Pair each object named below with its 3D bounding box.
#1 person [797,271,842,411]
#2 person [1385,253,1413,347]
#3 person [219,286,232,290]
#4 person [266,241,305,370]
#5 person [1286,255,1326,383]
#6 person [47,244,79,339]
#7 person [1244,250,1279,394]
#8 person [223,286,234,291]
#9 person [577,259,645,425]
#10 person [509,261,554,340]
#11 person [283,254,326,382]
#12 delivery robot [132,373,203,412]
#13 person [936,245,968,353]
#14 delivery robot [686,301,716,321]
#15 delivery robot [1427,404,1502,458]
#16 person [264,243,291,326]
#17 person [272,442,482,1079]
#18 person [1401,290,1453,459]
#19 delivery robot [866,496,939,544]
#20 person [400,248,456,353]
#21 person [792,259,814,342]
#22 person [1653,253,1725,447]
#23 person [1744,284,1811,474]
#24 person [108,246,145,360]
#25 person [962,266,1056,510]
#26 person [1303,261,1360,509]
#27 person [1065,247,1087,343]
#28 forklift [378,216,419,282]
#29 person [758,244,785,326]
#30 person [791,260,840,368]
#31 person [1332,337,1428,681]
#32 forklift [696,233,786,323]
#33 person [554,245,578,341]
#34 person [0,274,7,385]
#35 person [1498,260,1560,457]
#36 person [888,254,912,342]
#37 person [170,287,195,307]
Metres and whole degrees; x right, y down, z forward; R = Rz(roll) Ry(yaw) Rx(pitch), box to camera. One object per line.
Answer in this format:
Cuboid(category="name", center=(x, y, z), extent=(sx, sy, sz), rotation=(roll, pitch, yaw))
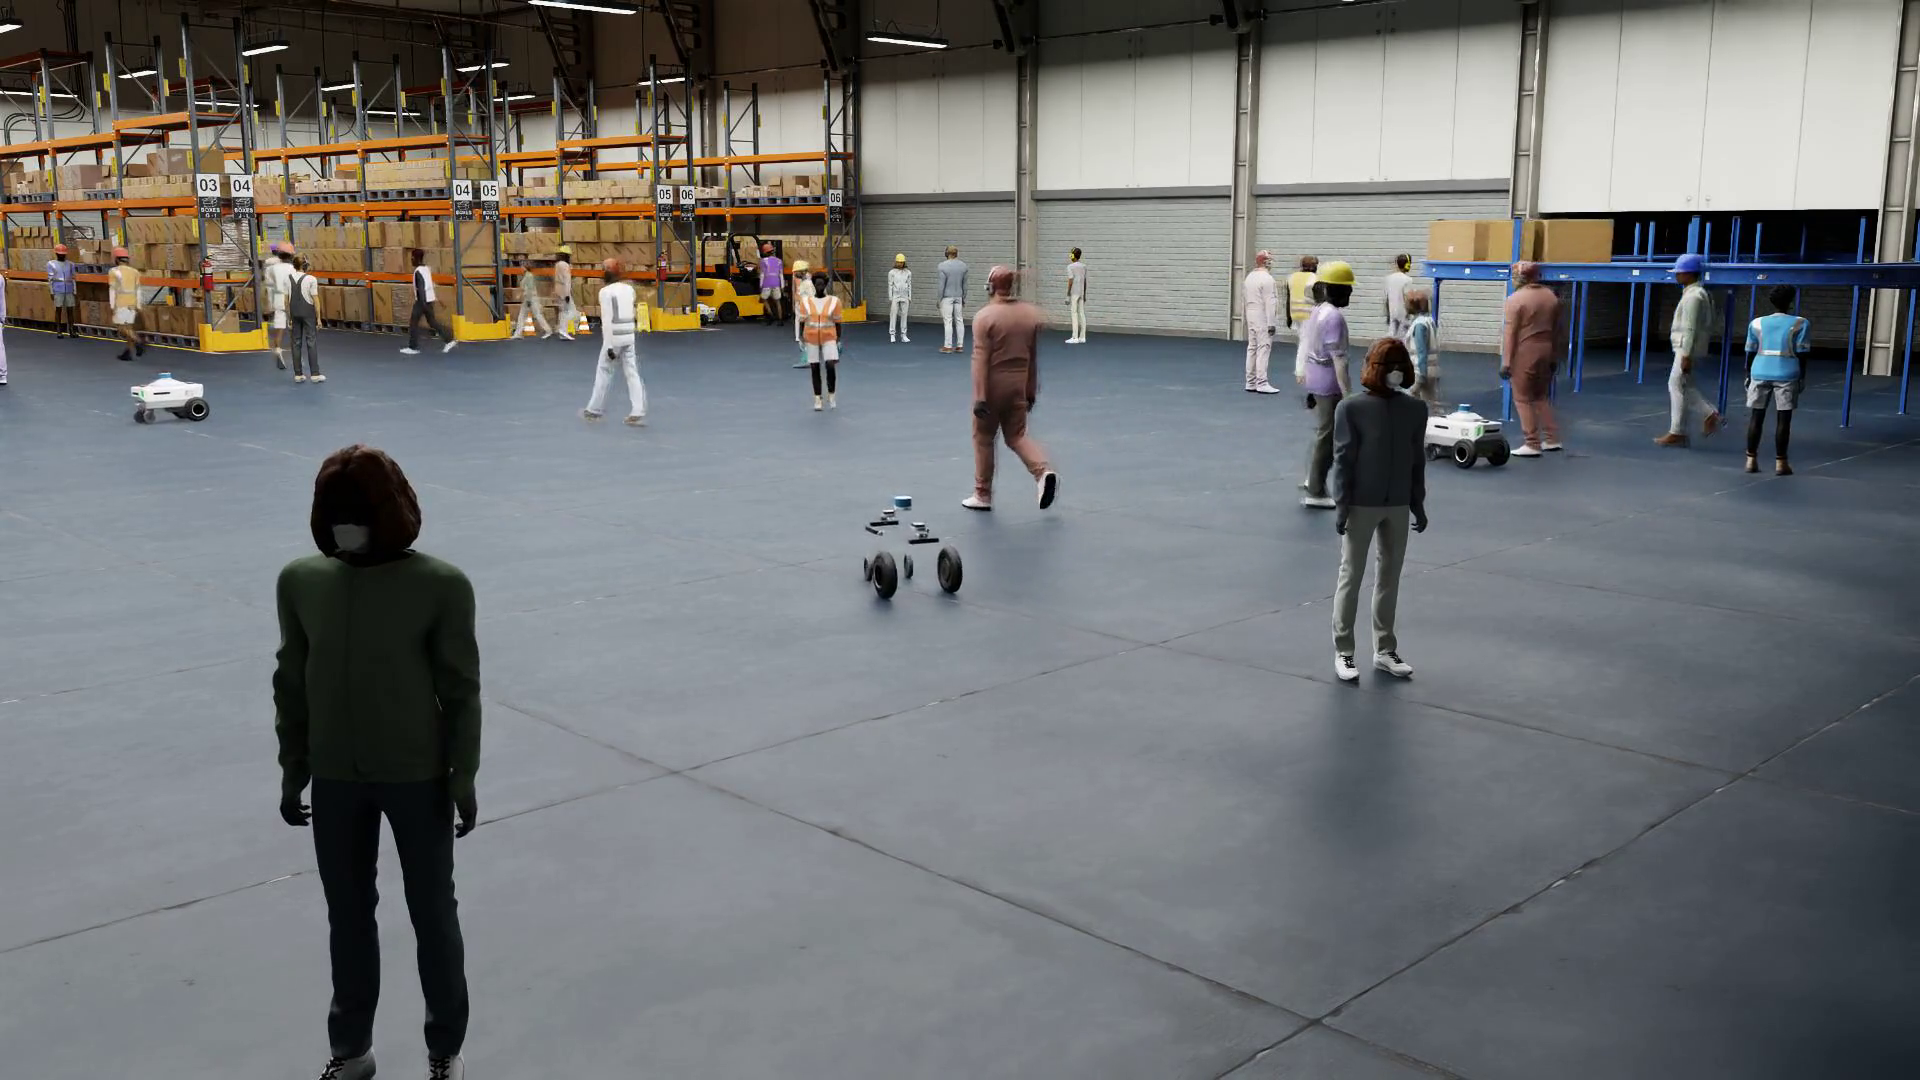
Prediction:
Cuboid(category="person", center=(-1.694, -2.388, 20.049), extent=(0.542, 1.681, 0.554), rotation=(0, 10, 0))
Cuboid(category="person", center=(6.539, -3.368, 24.923), extent=(0.579, 1.847, 0.528), rotation=(-7, 13, -34))
Cuboid(category="person", center=(-21.313, -7.638, 48.347), extent=(0.682, 1.796, 0.612), rotation=(7, 13, 35))
Cuboid(category="person", center=(-10.614, -3.687, 26.211), extent=(0.603, 2.020, 0.903), rotation=(-2, 11, -9))
Cuboid(category="person", center=(5.043, -3.195, 24.028), extent=(0.537, 1.825, 0.663), rotation=(-7, 12, -33))
Cuboid(category="person", center=(-18.536, -5.148, 34.391), extent=(0.362, 1.934, 0.543), rotation=(10, 14, 43))
Cuboid(category="person", center=(4.088, -2.945, 22.437), extent=(0.410, 1.913, 0.651), rotation=(-3, 11, -18))
Cuboid(category="person", center=(-20.843, -7.458, 47.320), extent=(0.762, 1.817, 0.635), rotation=(5, 11, 24))
Cuboid(category="person", center=(-3.928, -2.227, 18.717), extent=(0.941, 1.840, 0.584), rotation=(7, 12, 33))
Cuboid(category="person", center=(-8.762, -4.900, 33.983), extent=(0.880, 1.593, 0.517), rotation=(-5, 12, -27))
Cuboid(category="person", center=(-9.504, -3.212, 24.073), extent=(0.509, 1.844, 0.329), rotation=(1, 10, 5))
Cuboid(category="delivery robot", center=(-9.075, -1.670, 19.049), extent=(0.707, 0.478, 0.477), rotation=(-10, 14, -44))
Cuboid(category="person", center=(-0.150, -4.350, 30.027), extent=(0.636, 1.938, 0.355), rotation=(-7, 12, -33))
Cuboid(category="delivery robot", center=(-6.174, -5.436, 39.585), extent=(0.707, 0.478, 0.477), rotation=(6, 12, 29))
Cuboid(category="delivery robot", center=(4.699, -1.021, 15.511), extent=(0.477, 0.478, 0.707), rotation=(-6, 12, -28))
Cuboid(category="person", center=(-15.643, -5.845, 38.174), extent=(0.634, 1.935, 0.439), rotation=(-9, 14, -42))
Cuboid(category="person", center=(-1.391, 0.578, 3.990), extent=(0.498, 1.632, 0.284), rotation=(1, 10, 4))
Cuboid(category="person", center=(4.288, -1.566, 15.792), extent=(0.892, 1.587, 0.514), rotation=(4, 11, 20))
Cuboid(category="delivery robot", center=(-0.341, -0.147, 10.034), extent=(0.335, 0.223, 0.698), rotation=(-4, 11, -23))
Cuboid(category="person", center=(-9.638, -4.319, 30.027), extent=(0.957, 1.887, 0.586), rotation=(0, 10, 0))
Cuboid(category="person", center=(-3.101, -4.740, 32.966), extent=(0.513, 1.642, 0.311), rotation=(7, 13, 34))
Cuboid(category="person", center=(7.332, -1.896, 16.647), extent=(0.544, 1.928, 0.621), rotation=(5, 12, 26))
Cuboid(category="person", center=(7.301, -1.447, 14.906), extent=(0.543, 1.688, 0.325), rotation=(9, 14, 40))
Cuboid(category="person", center=(-14.123, -4.007, 28.206), extent=(0.650, 1.924, 0.564), rotation=(5, 12, 25))
Cuboid(category="person", center=(0.363, -1.144, 12.713), extent=(0.650, 1.885, 0.775), rotation=(-9, 14, -41))
Cuboid(category="person", center=(2.887, -1.191, 12.881), extent=(0.437, 1.910, 0.596), rotation=(1, 10, 7))
Cuboid(category="person", center=(2.281, -4.819, 32.772), extent=(0.517, 1.873, 0.334), rotation=(-9, 13, -39))
Cuboid(category="forklift", center=(-17.868, -9.201, 54.028), extent=(1.873, 2.768, 1.129), rotation=(-10, 14, -44))
Cuboid(category="person", center=(-4.438, -5.977, 38.978), extent=(0.656, 1.909, 0.395), rotation=(-7, 12, -32))
Cuboid(category="person", center=(-2.333, -3.621, 26.658), extent=(0.715, 1.727, 0.530), rotation=(-2, 11, -9))
Cuboid(category="person", center=(2.008, -0.151, 7.962), extent=(0.497, 1.633, 0.284), rotation=(-3, 11, -18))
Cuboid(category="forklift", center=(-5.496, -6.489, 41.108), extent=(2.313, 2.155, 1.214), rotation=(-10, 14, -44))
Cuboid(category="person", center=(-7.945, -4.968, 33.490), extent=(0.432, 1.904, 0.613), rotation=(-6, 12, -30))
Cuboid(category="person", center=(-13.772, -3.125, 23.434), extent=(0.408, 1.908, 0.645), rotation=(5, 12, 26))
Cuboid(category="person", center=(5.478, -1.741, 16.004), extent=(0.674, 1.878, 0.468), rotation=(-6, 12, -31))
Cuboid(category="person", center=(-1.180, -4.813, 33.082), extent=(0.487, 1.743, 0.315), rotation=(-4, 11, -22))
Cuboid(category="person", center=(-18.731, -6.130, 40.057), extent=(0.644, 1.821, 0.559), rotation=(-8, 13, -38))
